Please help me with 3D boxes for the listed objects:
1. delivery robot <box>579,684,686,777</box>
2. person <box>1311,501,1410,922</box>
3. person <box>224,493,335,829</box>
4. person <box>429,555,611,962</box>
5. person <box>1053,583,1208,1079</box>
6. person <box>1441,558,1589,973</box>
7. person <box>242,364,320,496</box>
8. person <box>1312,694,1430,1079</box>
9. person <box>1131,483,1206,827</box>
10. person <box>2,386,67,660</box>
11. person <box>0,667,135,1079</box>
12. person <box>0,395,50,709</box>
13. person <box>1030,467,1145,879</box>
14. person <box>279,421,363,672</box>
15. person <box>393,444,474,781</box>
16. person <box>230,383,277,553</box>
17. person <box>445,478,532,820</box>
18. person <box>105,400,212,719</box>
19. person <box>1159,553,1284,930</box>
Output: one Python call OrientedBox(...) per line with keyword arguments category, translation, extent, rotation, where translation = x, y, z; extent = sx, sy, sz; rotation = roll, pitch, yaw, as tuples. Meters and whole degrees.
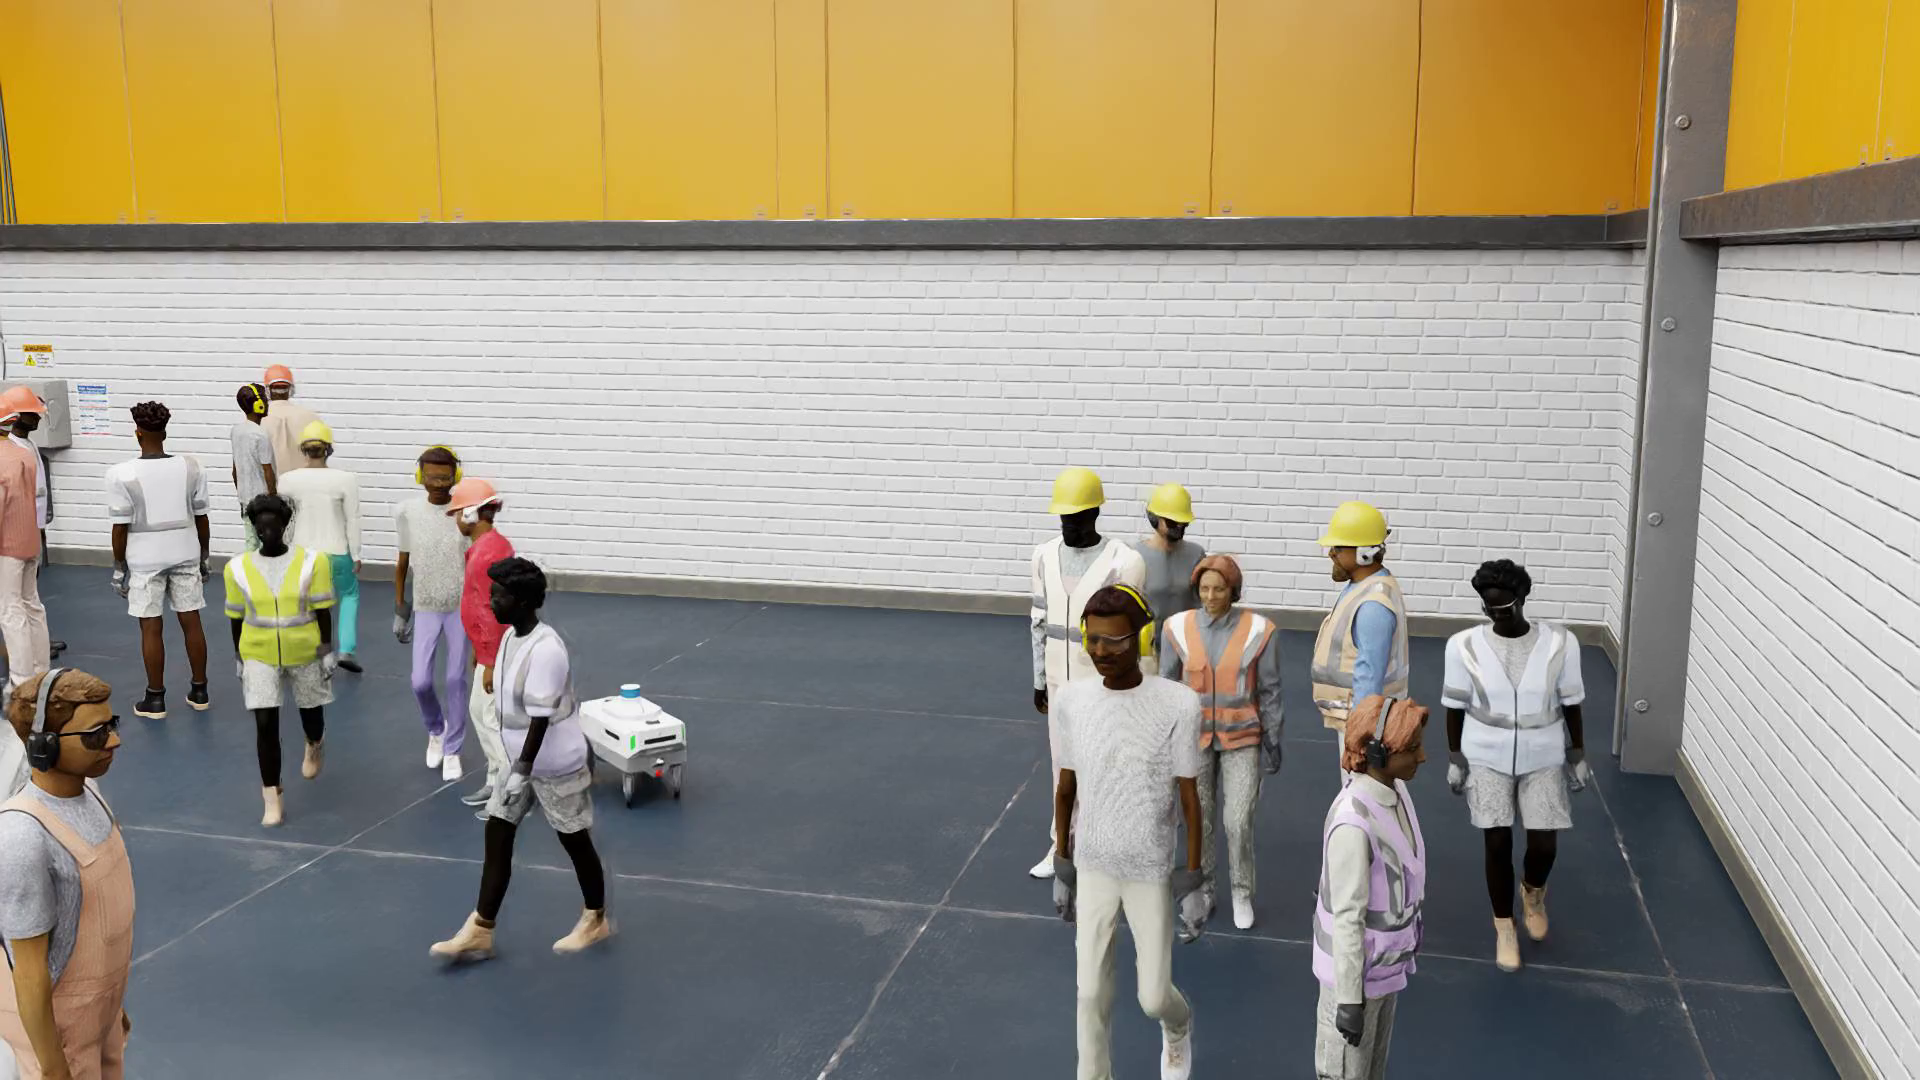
OrientedBox(category="delivery robot", translation=(-1.752, 1.015, 8.887), extent=(0.477, 0.478, 0.707), rotation=(-7, 12, -35))
OrientedBox(category="person", translation=(1.689, 0.739, 7.066), extent=(0.403, 1.824, 0.592), rotation=(2, 10, 11))
OrientedBox(category="person", translation=(-3.462, 0.566, 8.524), extent=(0.529, 1.671, 0.739), rotation=(-3, 10, -16))
OrientedBox(category="person", translation=(-1.773, 0.899, 6.608), extent=(0.809, 1.658, 0.539), rotation=(-7, 12, -37))
OrientedBox(category="person", translation=(0.545, 1.032, 5.262), extent=(0.537, 1.851, 0.690), rotation=(4, 11, 24))
OrientedBox(category="person", translation=(2.210, 0.884, 6.643), extent=(0.577, 1.666, 0.394), rotation=(3, 10, 14))
OrientedBox(category="person", translation=(-5.469, -0.428, 13.475), extent=(0.621, 1.983, 0.410), rotation=(-6, 12, -33))
OrientedBox(category="person", translation=(1.151, 1.233, 4.719), extent=(0.312, 1.632, 0.519), rotation=(5, 11, 27))
OrientedBox(category="person", translation=(0.970, 0.532, 8.550), extent=(0.540, 1.729, 0.775), rotation=(-4, 11, -24))
OrientedBox(category="person", translation=(-6.596, -0.119, 11.775), extent=(0.375, 1.939, 0.546), rotation=(-2, 10, -14))
OrientedBox(category="person", translation=(-2.210, 1.220, 4.163), extent=(0.325, 1.843, 0.517), rotation=(-2, 10, -13))
OrientedBox(category="person", translation=(-6.019, 0.068, 10.509), extent=(0.375, 1.995, 0.611), rotation=(-1, 10, -6))
OrientedBox(category="person", translation=(0.548, 0.620, 7.492), extent=(0.580, 1.918, 0.391), rotation=(7, 12, 36))
OrientedBox(category="person", translation=(-4.283, 0.079, 11.177), extent=(0.530, 1.753, 0.375), rotation=(-2, 10, -10))
OrientedBox(category="person", translation=(-2.809, 0.395, 9.021), extent=(0.523, 1.846, 0.402), rotation=(-2, 10, -12))
OrientedBox(category="person", translation=(-5.431, -0.282, 12.923), extent=(0.514, 1.876, 0.328), rotation=(7, 12, 34))
OrientedBox(category="person", translation=(-2.406, 0.548, 8.496), extent=(0.407, 1.711, 0.567), rotation=(-2, 10, -11))
OrientedBox(category="person", translation=(-4.938, 0.119, 10.291), extent=(0.365, 1.965, 0.608), rotation=(9, 13, 43))
OrientedBox(category="person", translation=(1.095, 0.850, 7.029), extent=(0.532, 1.618, 0.372), rotation=(4, 10, 21))
